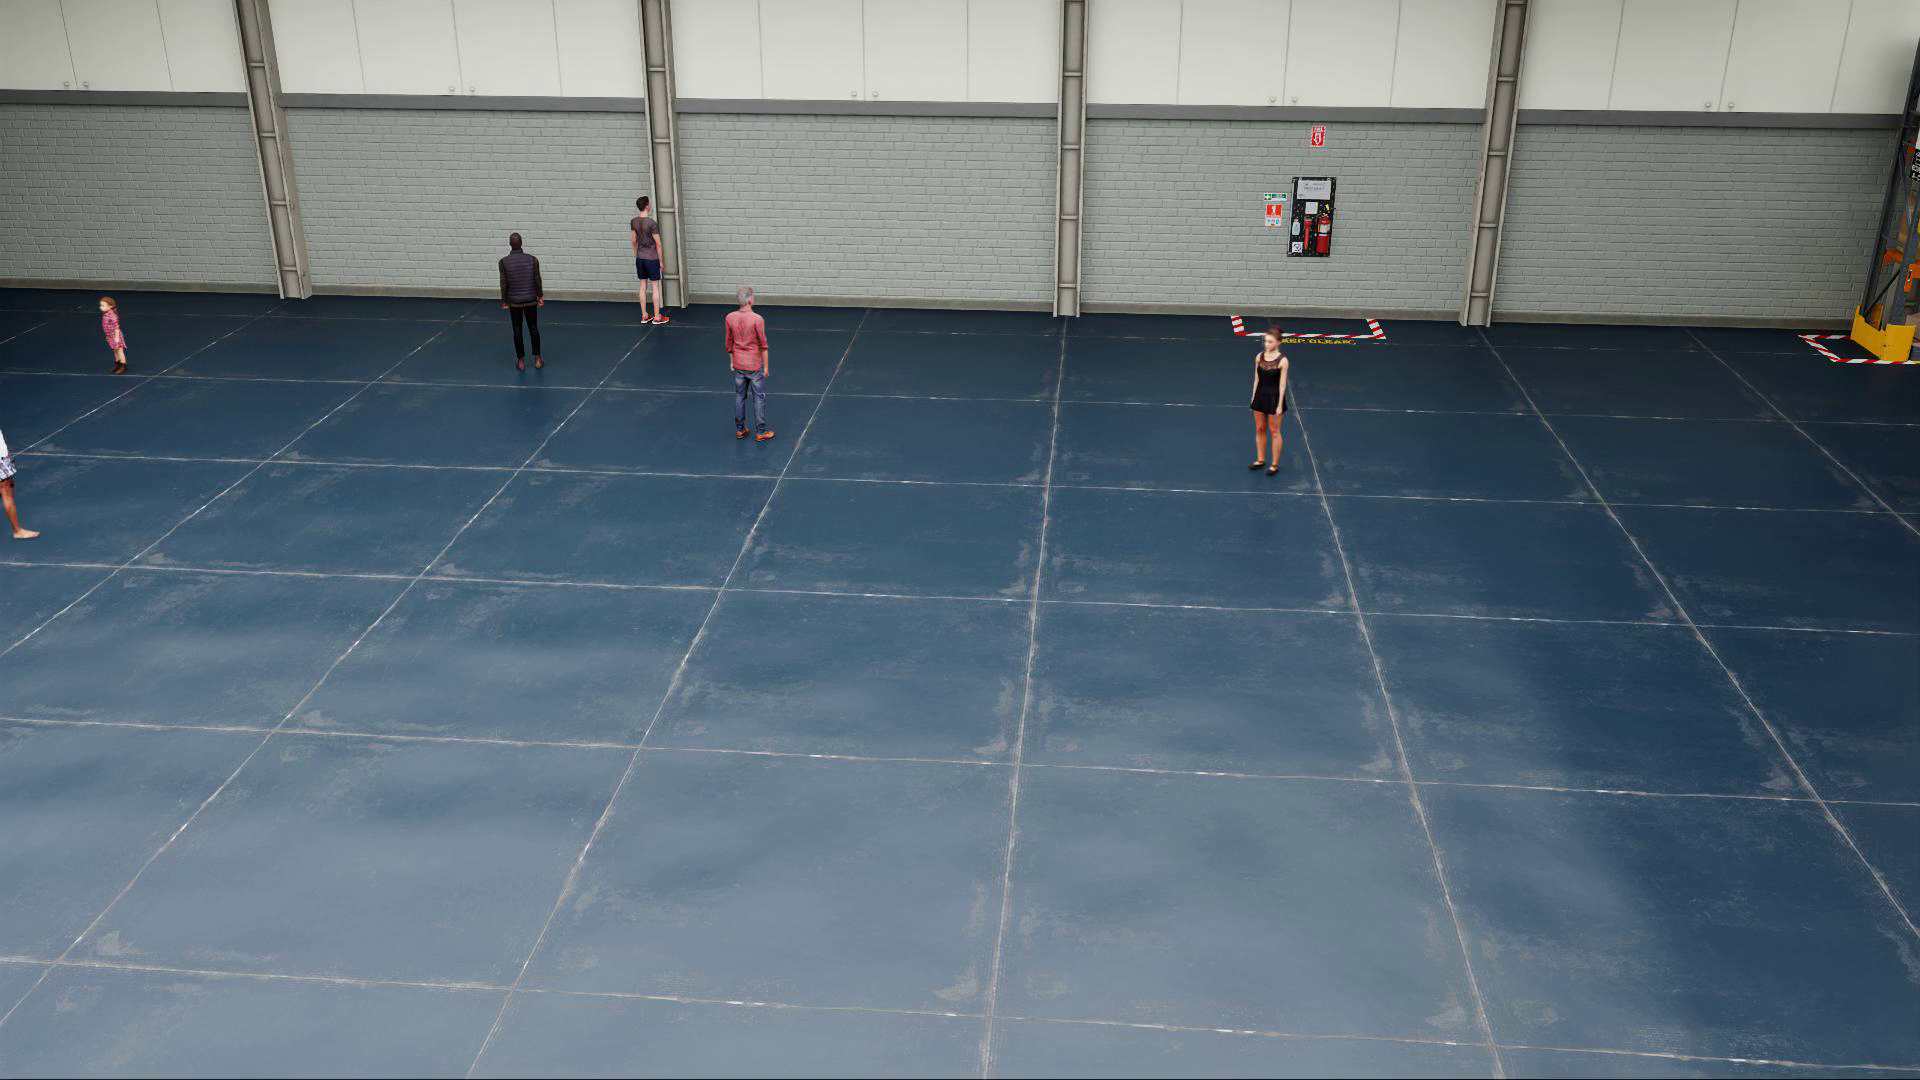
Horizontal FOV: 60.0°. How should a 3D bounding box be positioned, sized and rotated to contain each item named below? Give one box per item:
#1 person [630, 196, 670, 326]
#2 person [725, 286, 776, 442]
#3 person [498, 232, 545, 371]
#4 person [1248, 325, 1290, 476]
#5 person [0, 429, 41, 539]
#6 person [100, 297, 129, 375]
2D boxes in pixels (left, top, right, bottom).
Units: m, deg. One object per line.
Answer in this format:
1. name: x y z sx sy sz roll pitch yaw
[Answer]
1. person: -4.545 -4.072 24.200 0.609 1.853 0.770 10 25 23
2. person: -2.485 -2.076 19.534 0.604 1.831 0.805 9 25 20
3. person: -5.828 -3.186 22.138 0.672 1.836 0.838 -8 24 -18
4. person: 3.457 -1.570 18.539 0.745 1.680 0.675 -21 31 -41
5. person: -9.811 -0.819 16.730 0.991 1.712 0.751 -2 23 -4
6. person: -11.247 -2.729 22.103 0.488 1.022 0.563 17 28 35
